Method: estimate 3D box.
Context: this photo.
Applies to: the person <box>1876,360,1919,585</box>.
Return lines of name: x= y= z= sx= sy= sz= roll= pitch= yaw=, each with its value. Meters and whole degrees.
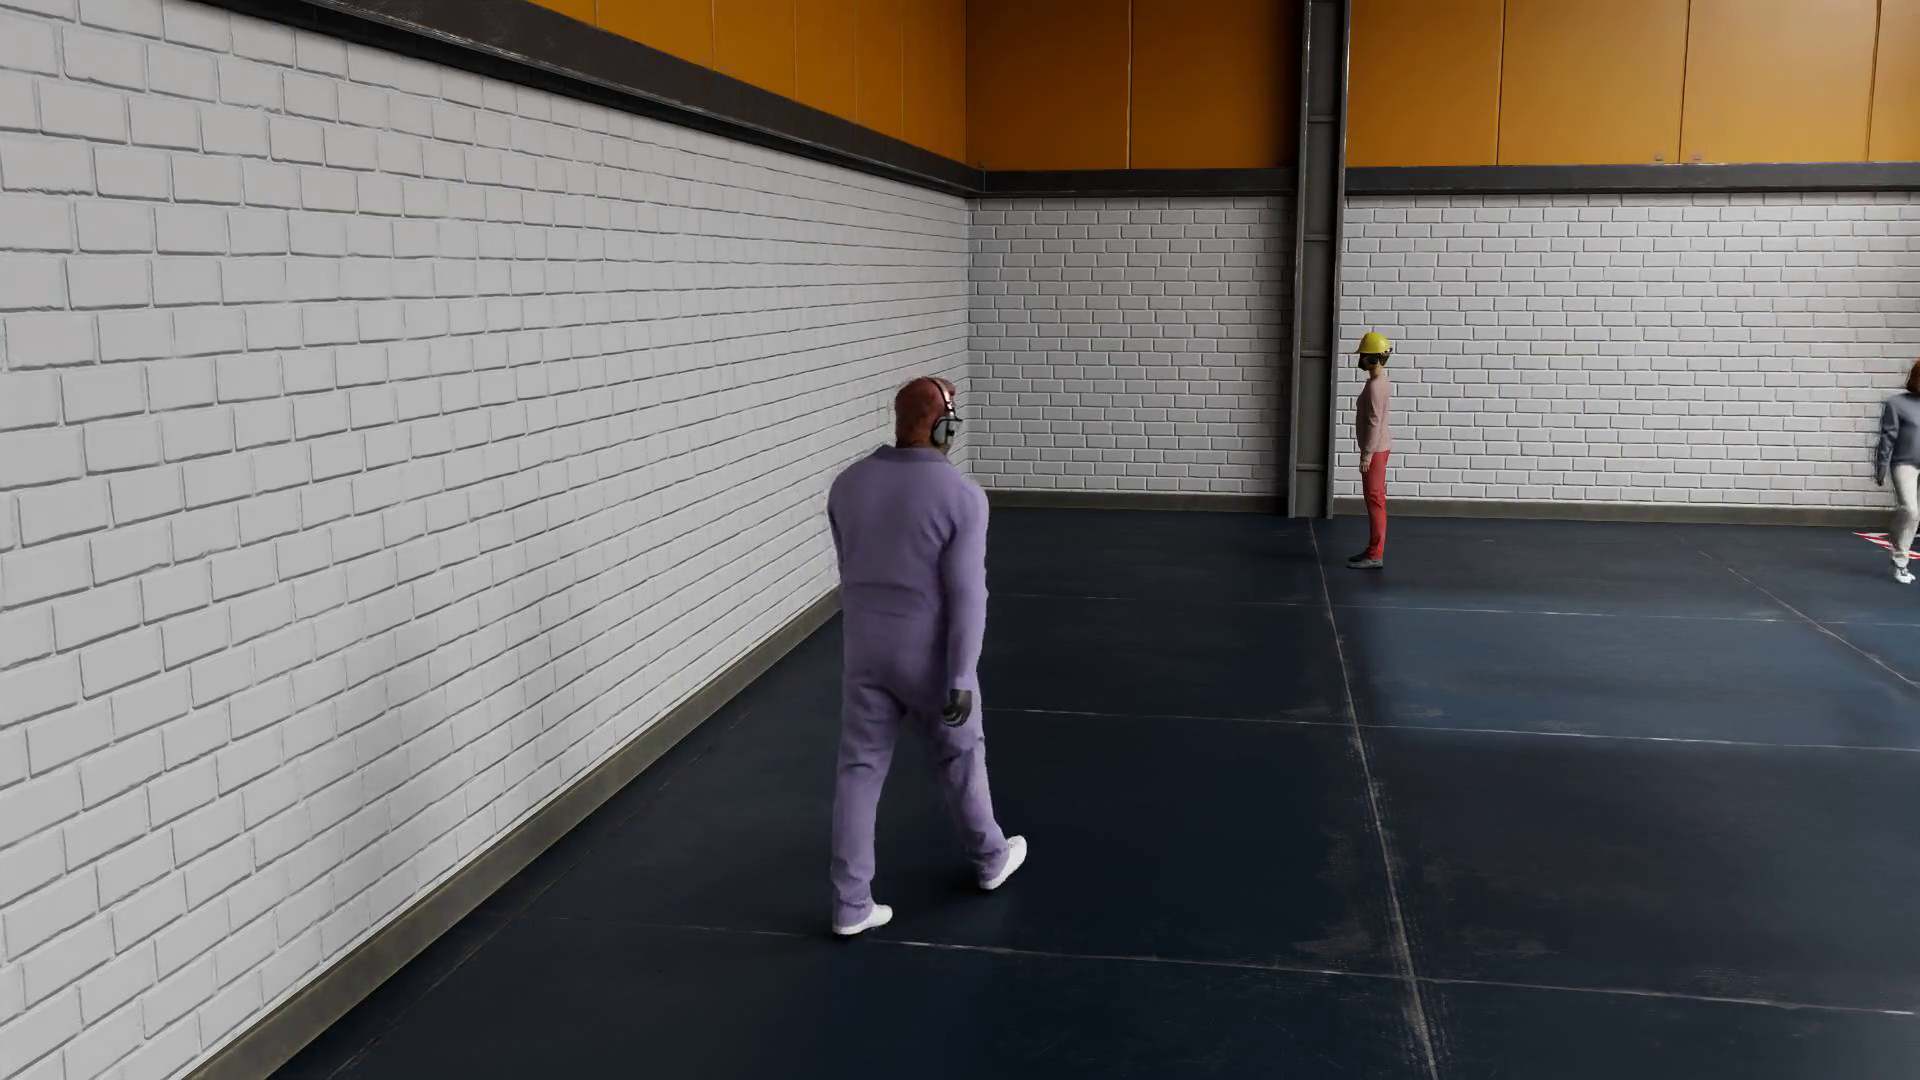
person: x=6.827 y=-0.485 z=11.823 sx=0.494 sy=1.606 sz=0.571 roll=0 pitch=9 yaw=1

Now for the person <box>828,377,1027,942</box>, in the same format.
person: x=-0.130 y=0.379 z=5.694 sx=0.659 sy=1.858 sz=0.955 roll=5 pitch=10 yaw=29

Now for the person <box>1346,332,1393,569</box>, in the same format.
person: x=3.073 y=-0.663 z=12.451 sx=0.312 sy=1.769 sz=0.525 roll=3 pitch=10 yaw=17
